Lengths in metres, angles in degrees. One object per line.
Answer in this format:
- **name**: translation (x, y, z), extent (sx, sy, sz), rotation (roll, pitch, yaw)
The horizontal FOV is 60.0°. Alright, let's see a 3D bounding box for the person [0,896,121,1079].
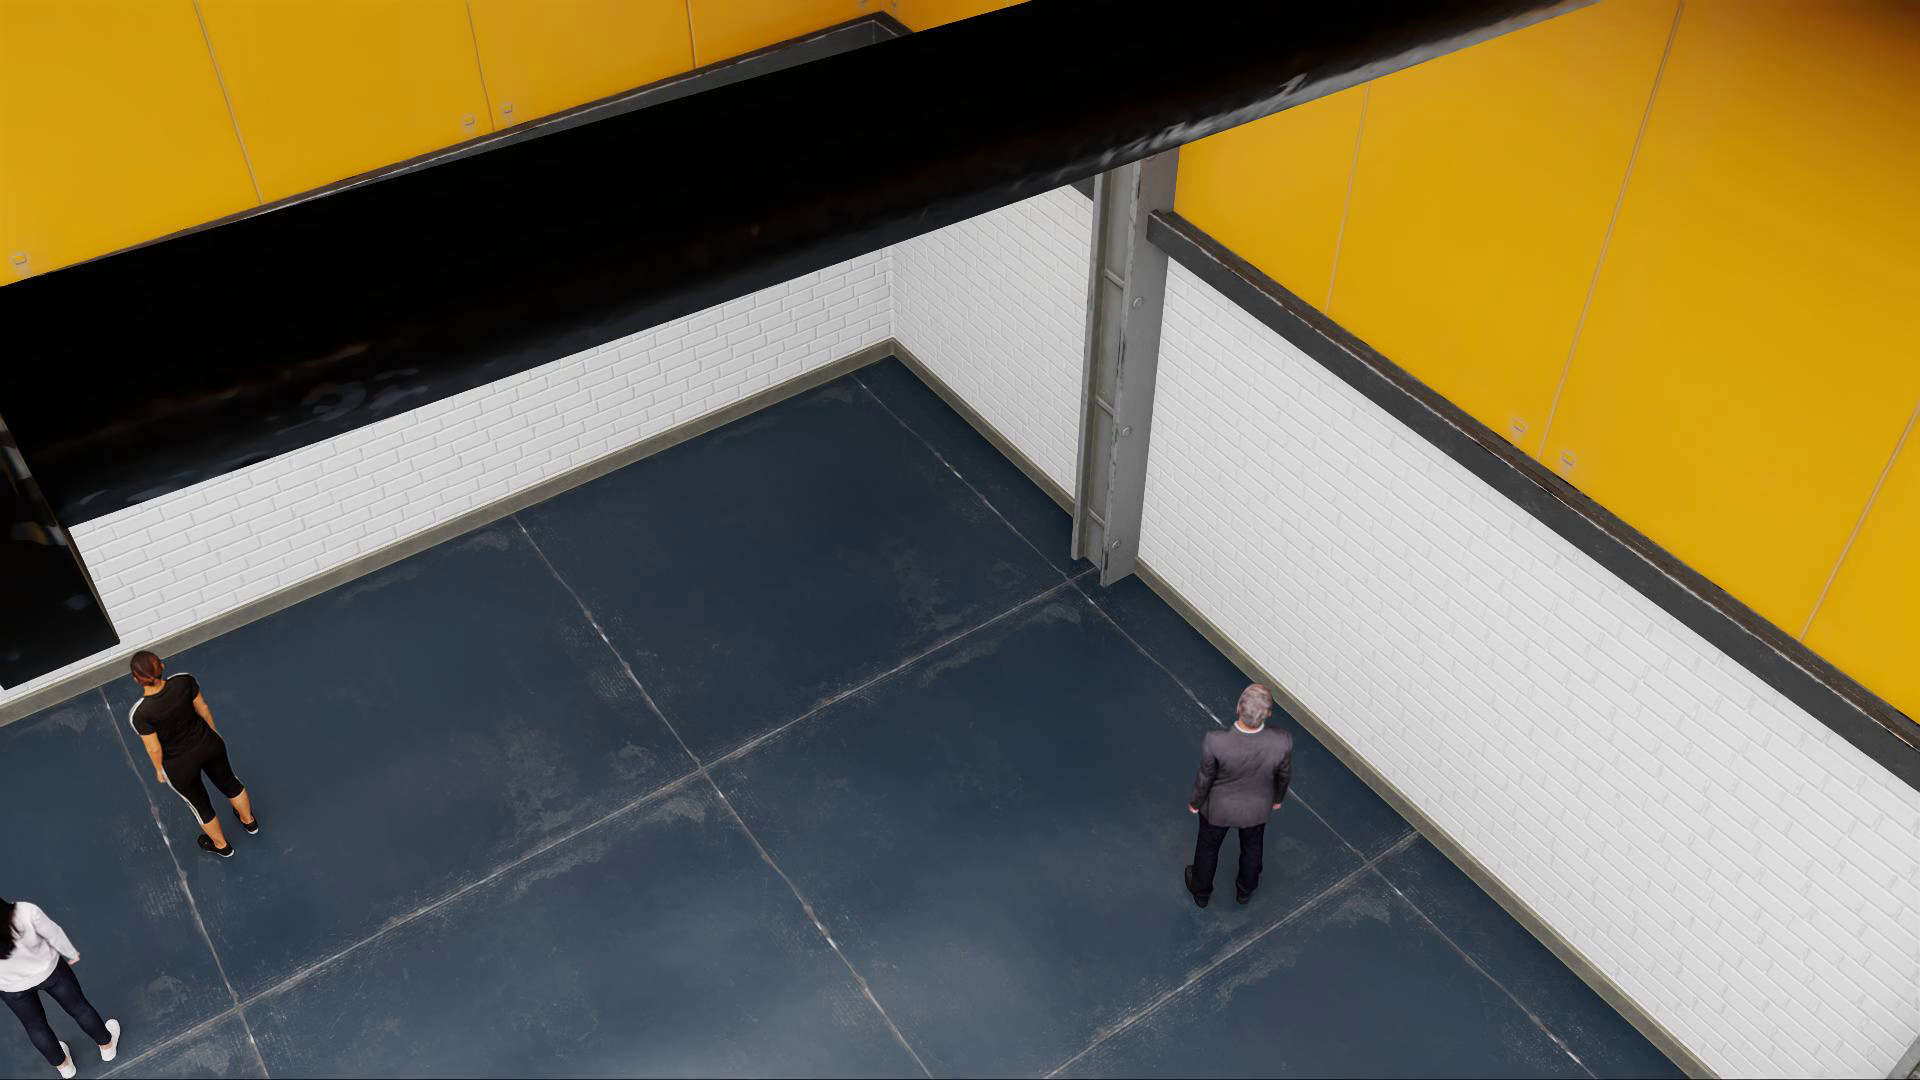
- **person**: translation (-4.866, 2.264, 8.685), extent (0.633, 1.701, 0.582), rotation (-21, 47, -21)

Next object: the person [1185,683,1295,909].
- **person**: translation (1.570, 1.455, 9.433), extent (0.814, 1.841, 0.802), rotation (-3, 44, -3)

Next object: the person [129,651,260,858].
- **person**: translation (-4.535, 1.243, 9.780), extent (0.632, 1.669, 0.649), rotation (24, 48, 23)
